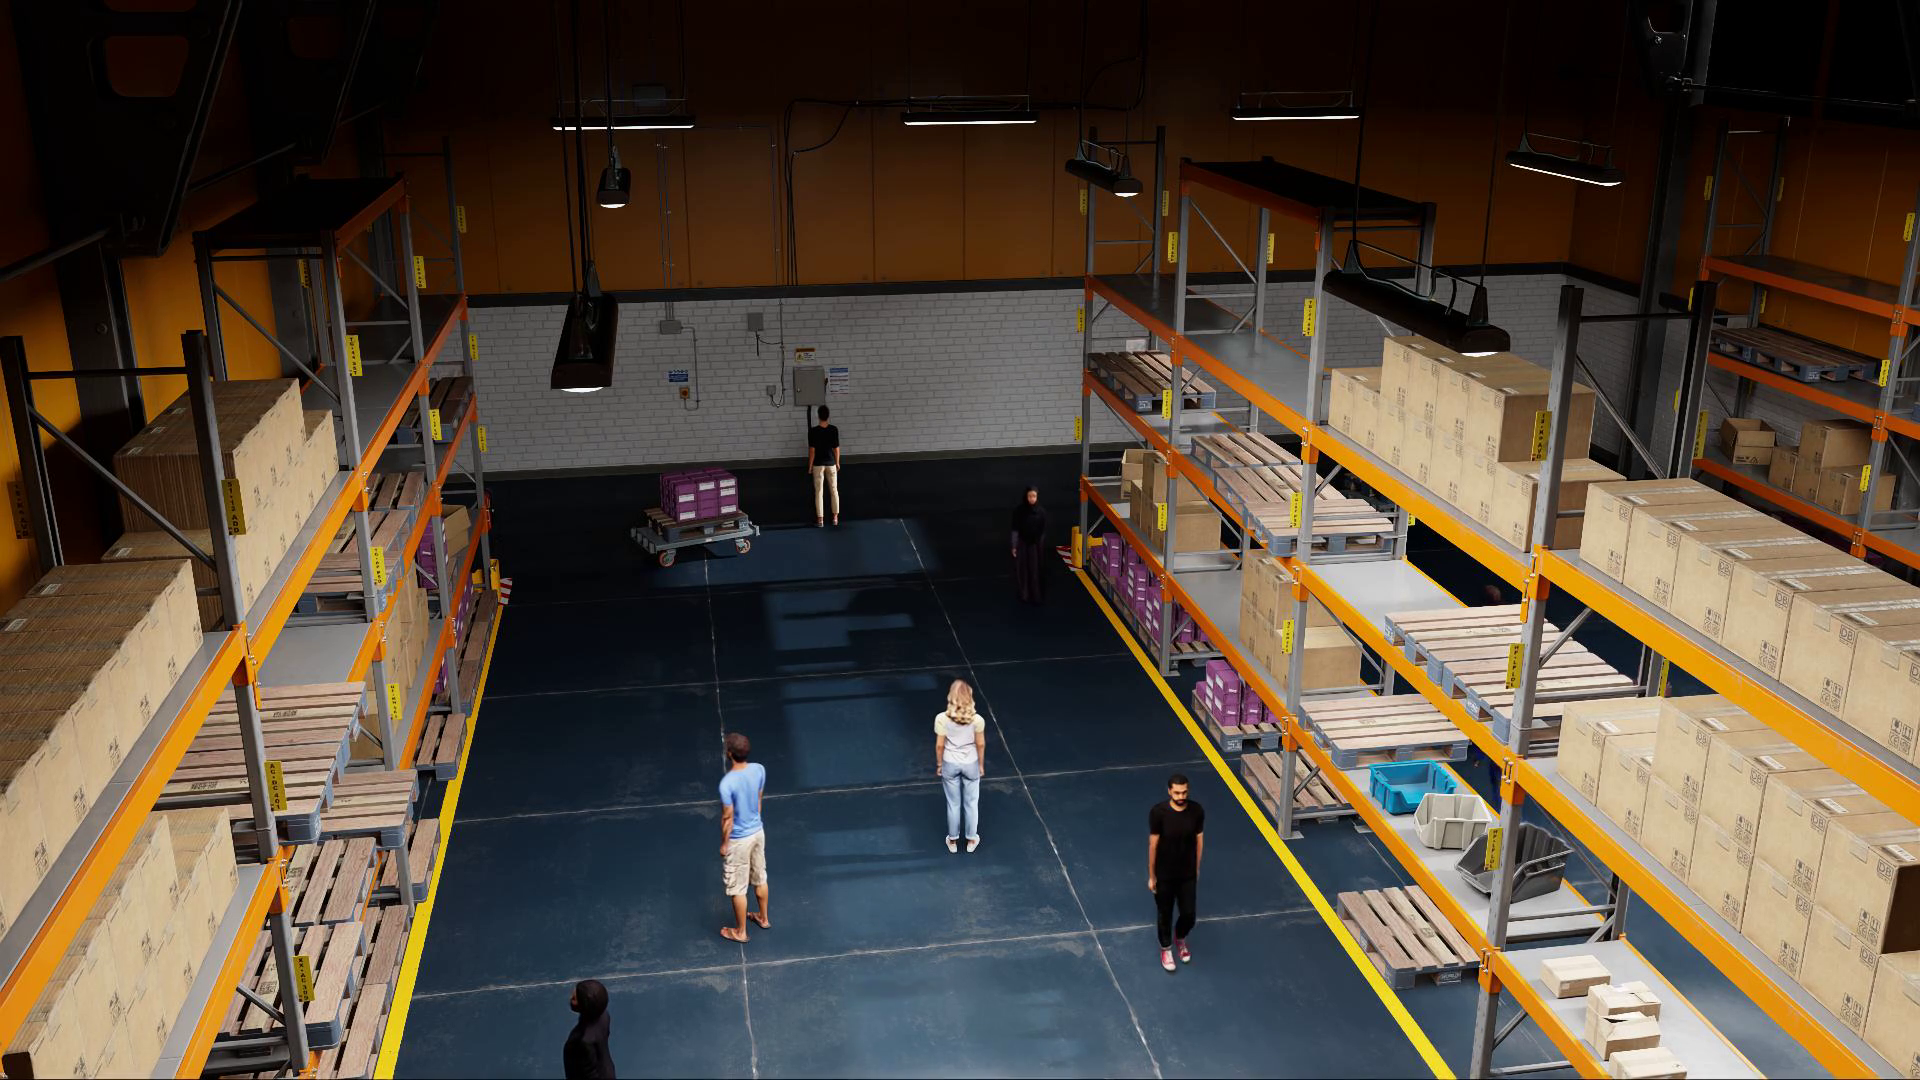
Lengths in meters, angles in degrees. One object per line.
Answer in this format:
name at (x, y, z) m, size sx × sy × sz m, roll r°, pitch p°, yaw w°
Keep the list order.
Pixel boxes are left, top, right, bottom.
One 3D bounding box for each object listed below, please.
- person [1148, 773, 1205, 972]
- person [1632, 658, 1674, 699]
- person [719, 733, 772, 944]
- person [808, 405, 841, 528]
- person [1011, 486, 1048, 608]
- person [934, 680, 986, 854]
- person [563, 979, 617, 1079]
person at (1.744, 2.689, 13.718) m, size 0.652 × 1.744 × 0.646 m, roll -1°, pitch 19°, yaw -4°
person at (6.448, 1.932, 15.816) m, size 0.686 × 1.840 × 1.132 m, roll -3°, pitch 19°, yaw -8°
person at (-1.828, 2.501, 14.089) m, size 0.785 × 1.864 × 0.738 m, roll 14°, pitch 23°, yaw 36°
person at (-2.021, -1.117, 24.836) m, size 0.669 × 1.861 × 0.585 m, roll -7°, pitch 20°, yaw -20°
person at (0.886, 0.033, 21.816) m, size 0.693 × 1.610 × 0.963 m, roll 0°, pitch 19°, yaw -1°
person at (0.008, 2.106, 15.481) m, size 0.656 × 1.723 × 0.594 m, roll 0°, pitch 19°, yaw 0°
person at (-2.395, 3.641, 10.957) m, size 0.666 × 1.702 × 0.535 m, roll 1°, pitch 19°, yaw 2°
